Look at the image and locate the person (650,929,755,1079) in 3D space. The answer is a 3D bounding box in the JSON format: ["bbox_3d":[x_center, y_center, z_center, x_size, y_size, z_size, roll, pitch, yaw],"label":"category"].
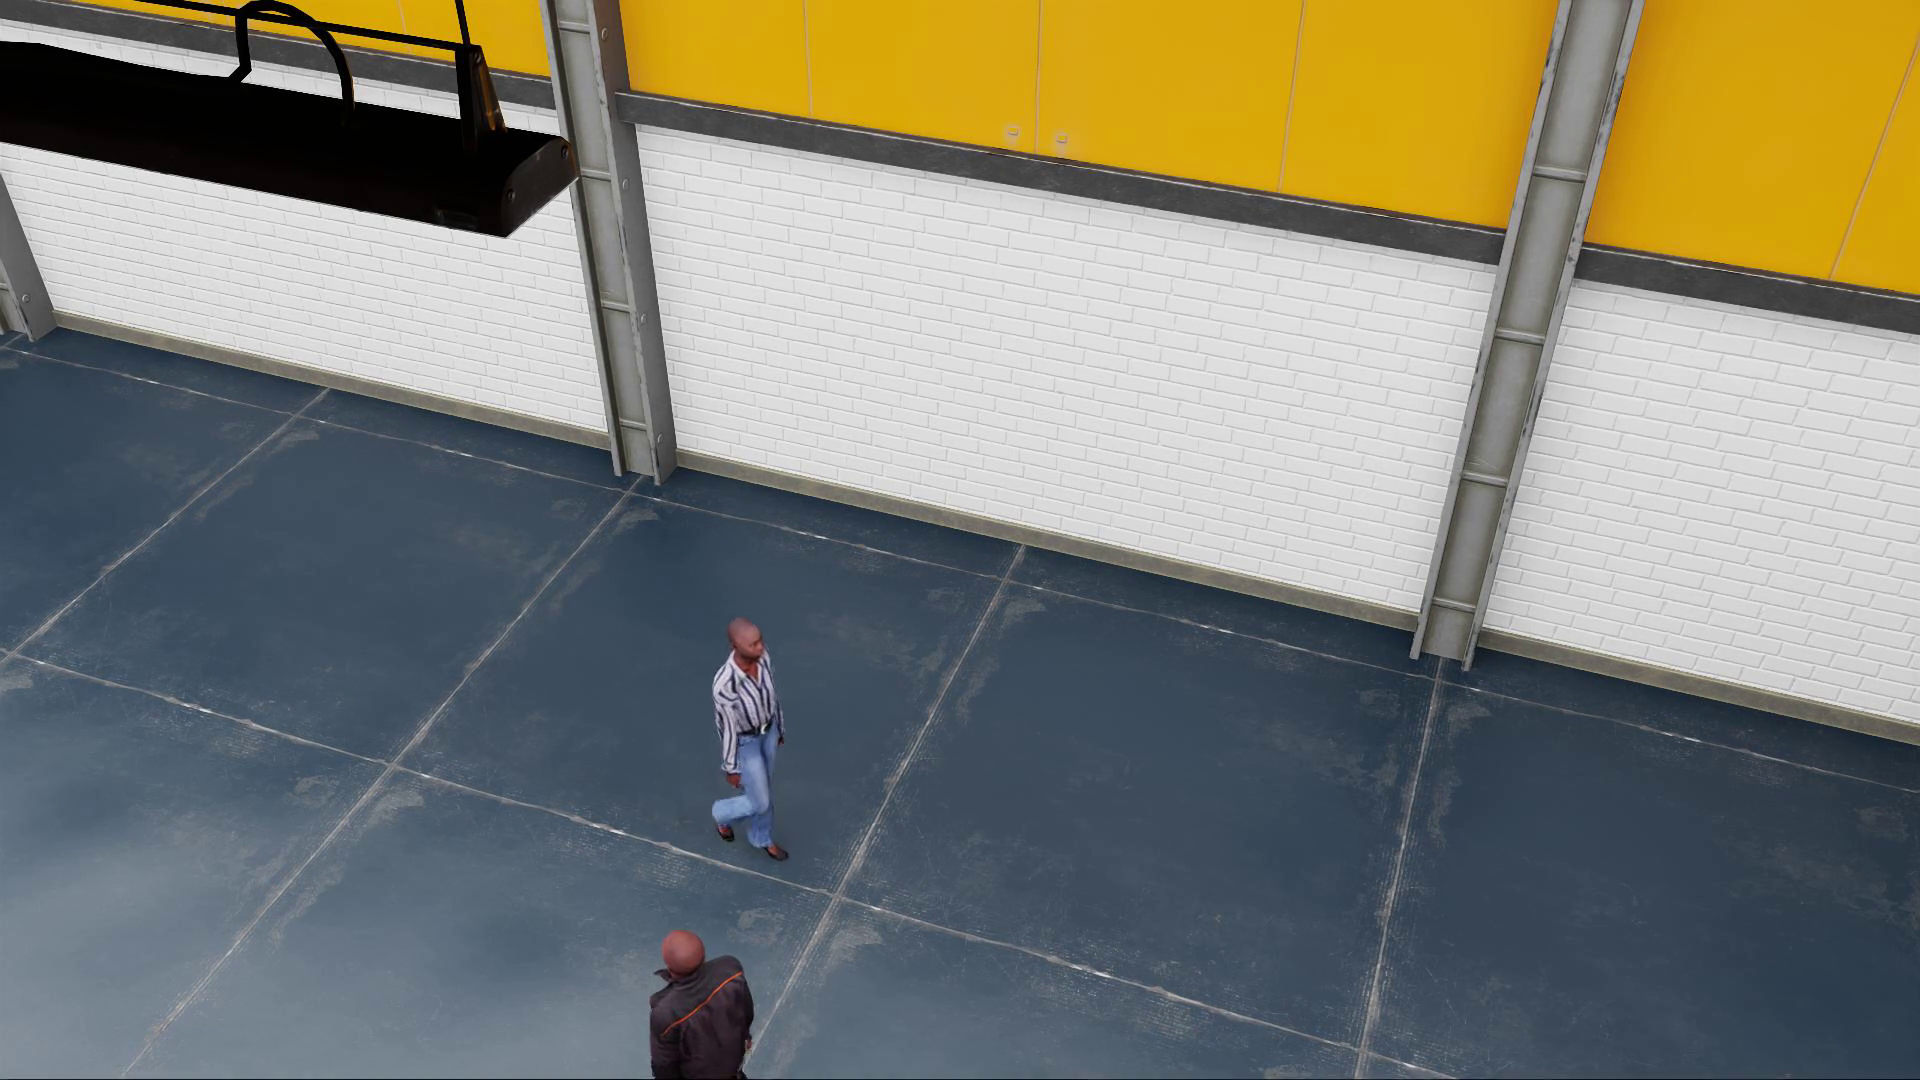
[{"bbox_3d":[-1.105,2.417,7.592,0.970,1.812,1.107,-29,47,-31],"label":"person"}]

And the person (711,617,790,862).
[{"bbox_3d":[-1.235,1.114,9.248,0.731,1.782,0.688,18,42,21],"label":"person"}]
